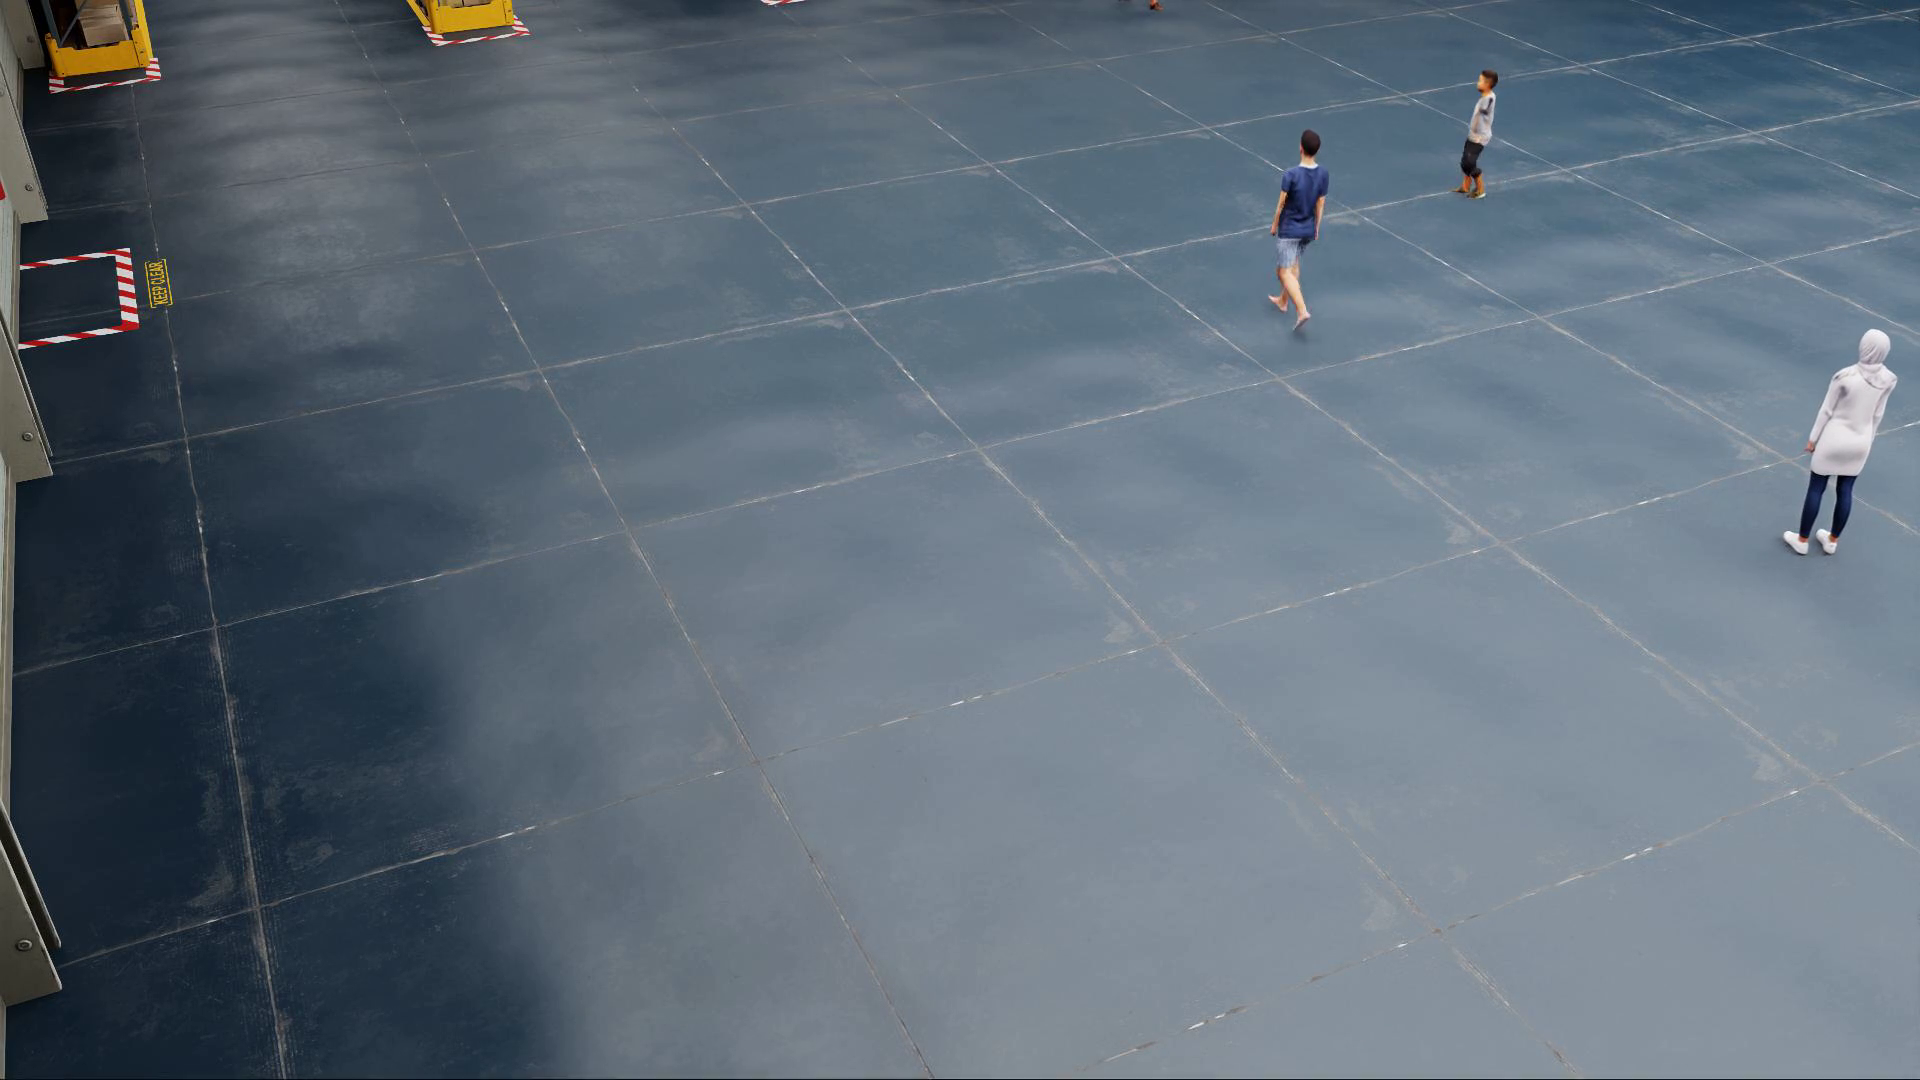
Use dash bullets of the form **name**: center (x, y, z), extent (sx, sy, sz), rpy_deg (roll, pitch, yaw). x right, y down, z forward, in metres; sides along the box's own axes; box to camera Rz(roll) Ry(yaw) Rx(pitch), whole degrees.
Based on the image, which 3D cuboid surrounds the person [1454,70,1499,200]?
- **person**: center (5.768, -4.510, 18.339), extent (0.804, 1.451, 0.726), rpy_deg (5, 33, 8)

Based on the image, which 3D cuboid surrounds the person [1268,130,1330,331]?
- **person**: center (3.156, -2.853, 15.451), extent (0.629, 1.822, 1.080), rpy_deg (-12, 35, -18)

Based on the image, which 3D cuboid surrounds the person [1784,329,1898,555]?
- **person**: center (6.479, -0.702, 12.189), extent (0.702, 1.772, 0.716), rpy_deg (2, 33, 3)
